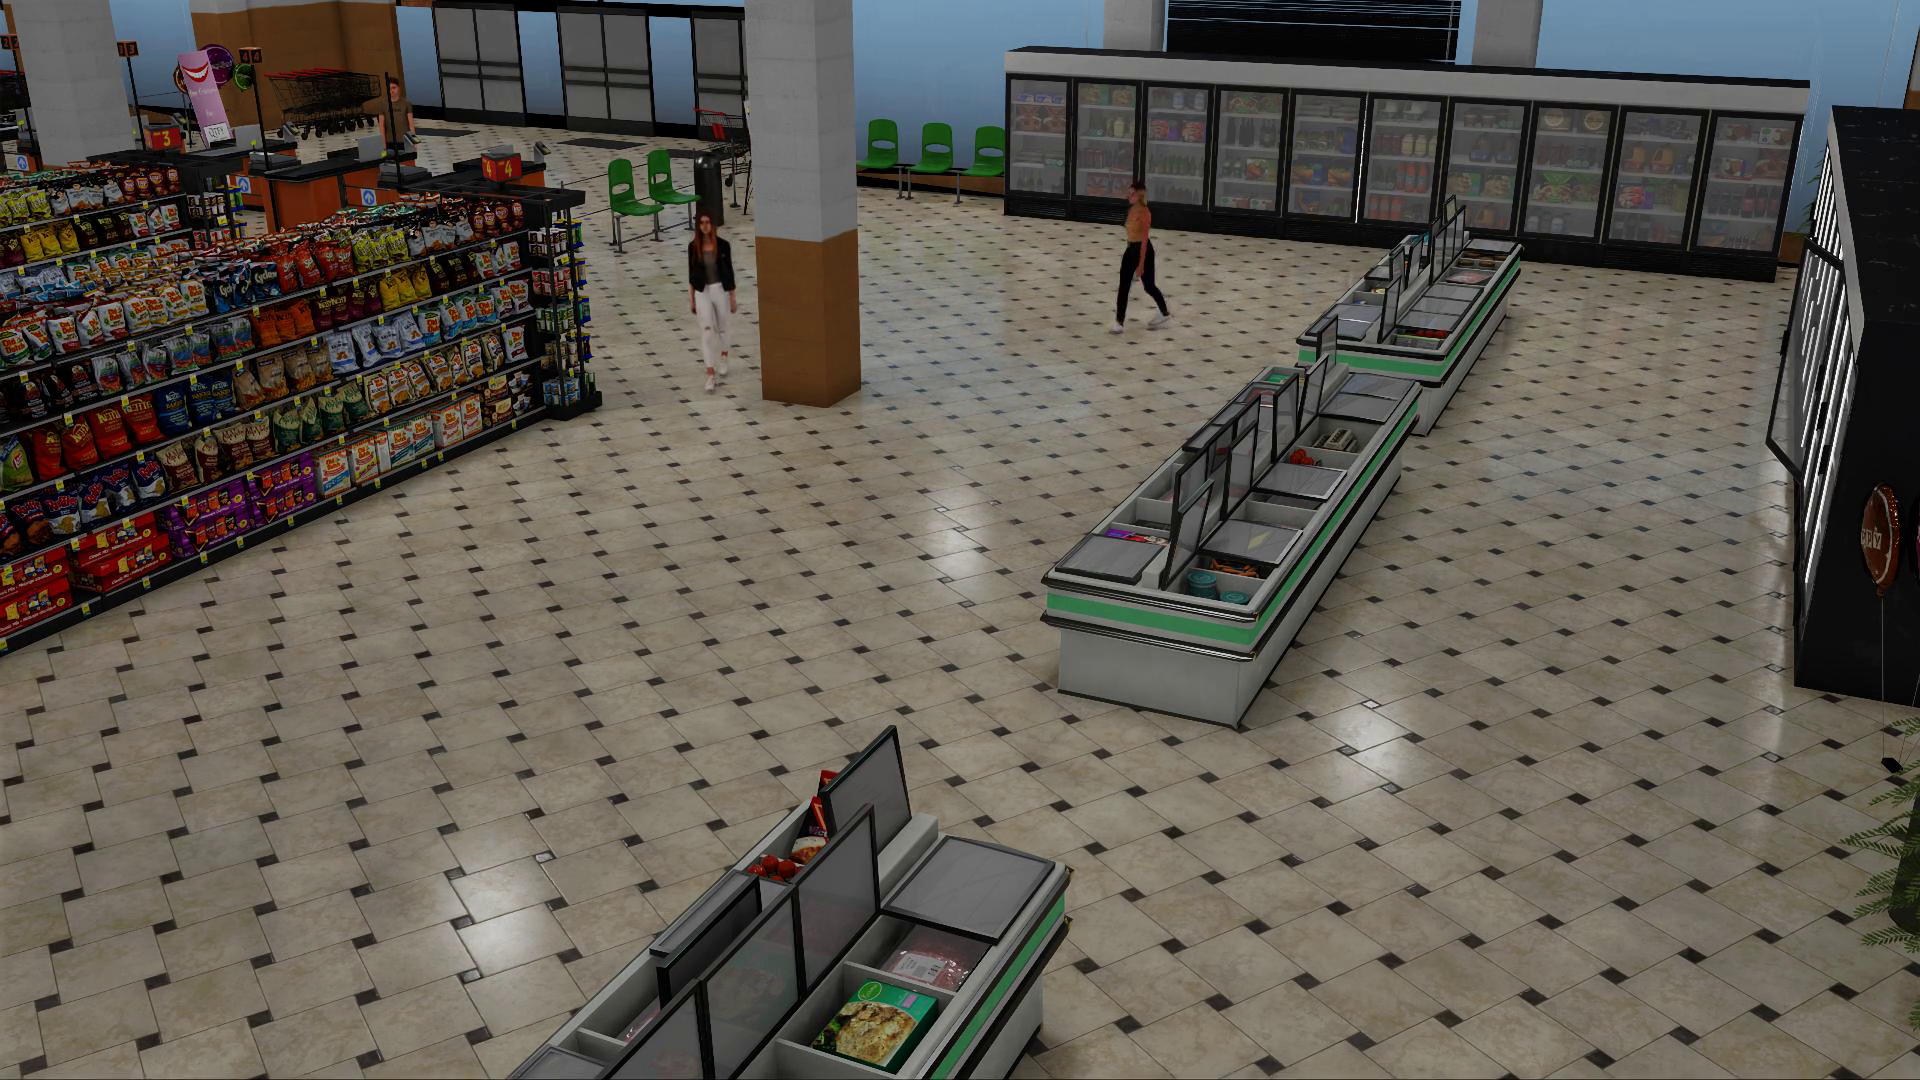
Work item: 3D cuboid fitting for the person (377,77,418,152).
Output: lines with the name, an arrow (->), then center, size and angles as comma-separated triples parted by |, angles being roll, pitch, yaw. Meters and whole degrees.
person -> -8.312, -5.902, 24.629 | 0.739, 1.852, 0.797 | -8, 23, -18

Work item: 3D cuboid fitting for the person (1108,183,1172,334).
person -> 1.969, -3.001, 17.757 | 1.147, 1.593, 0.928 | -11, 25, -26

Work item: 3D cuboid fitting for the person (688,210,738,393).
person -> -2.356, -2.320, 15.951 | 0.946, 1.676, 1.176 | -1, 22, -3
